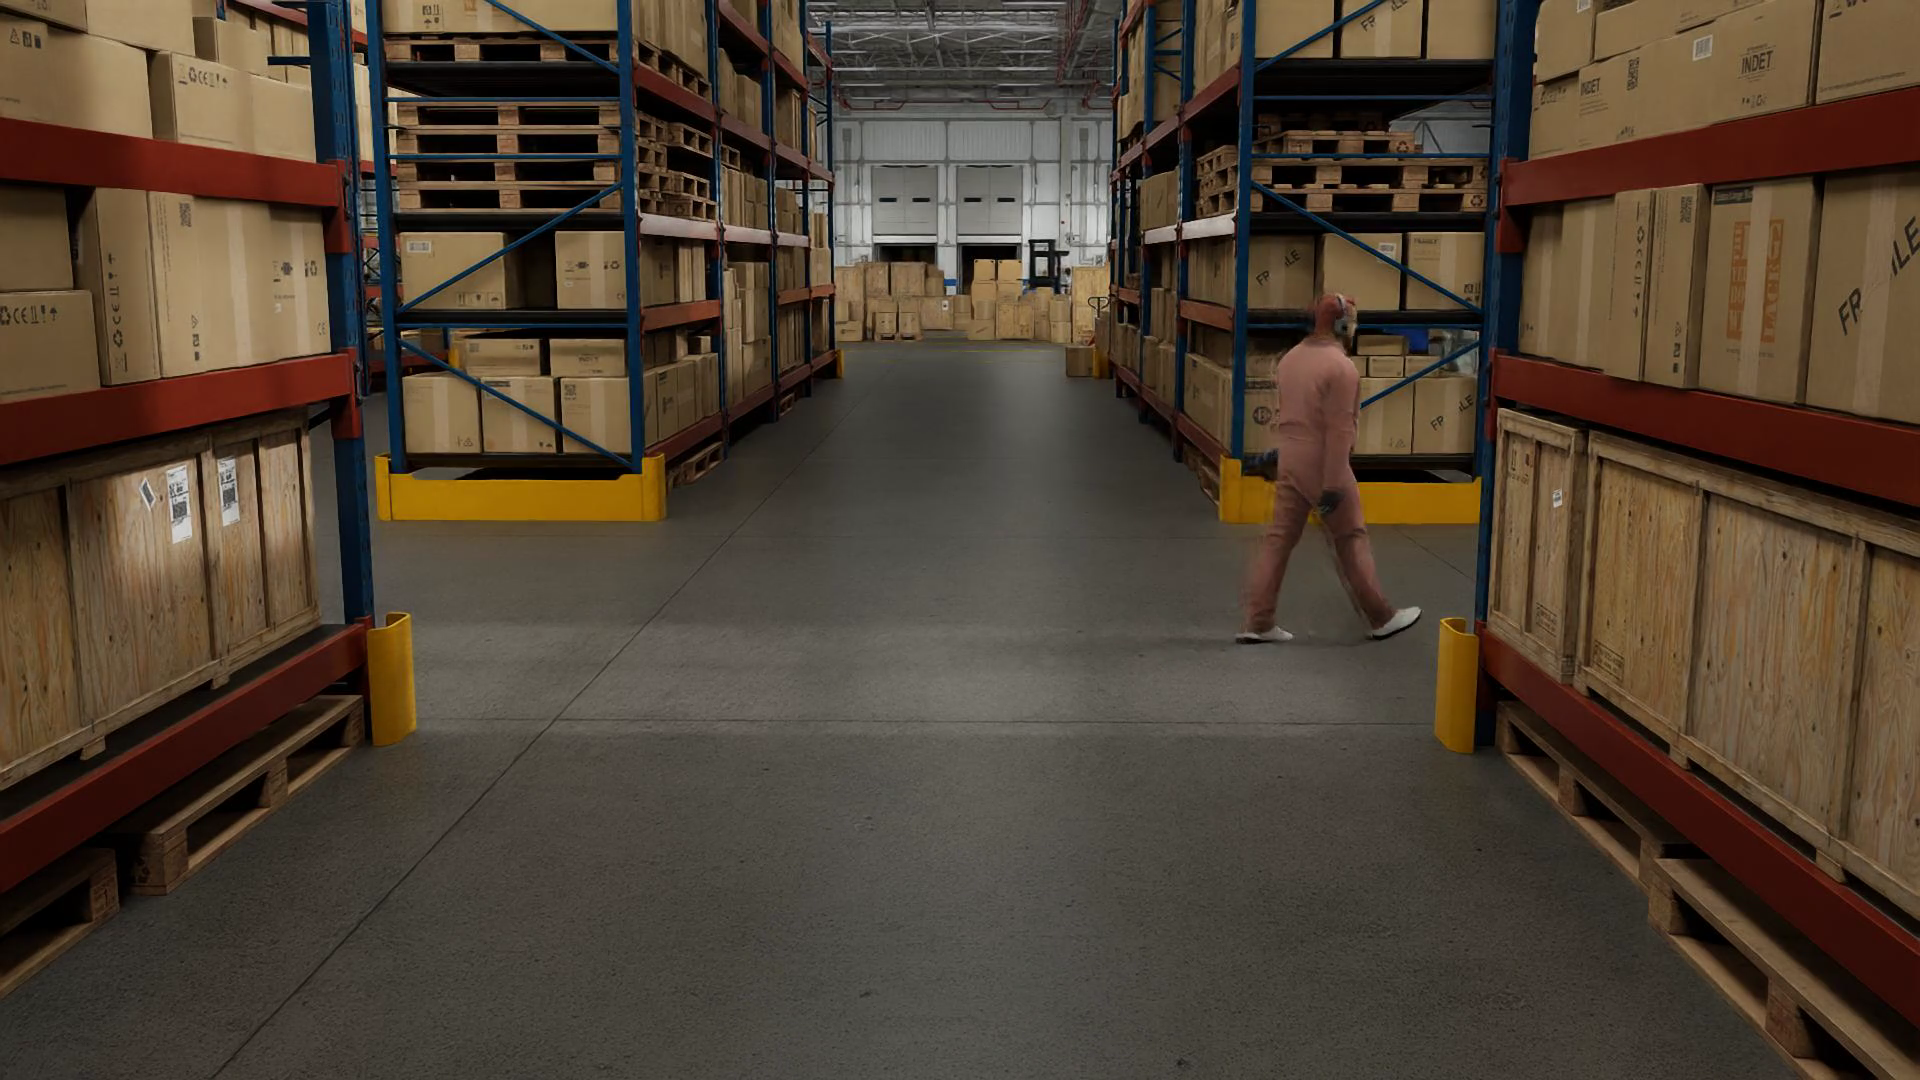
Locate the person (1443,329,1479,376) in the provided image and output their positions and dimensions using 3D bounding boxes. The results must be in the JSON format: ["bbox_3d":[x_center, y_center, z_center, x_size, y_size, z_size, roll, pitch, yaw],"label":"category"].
[{"bbox_3d":[5.356,-1.846,17.320,0.622,1.989,1.067,1,10,6],"label":"person"}]

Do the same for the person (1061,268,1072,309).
[{"bbox_3d":[4.147,-9.511,63.698,0.666,1.833,1.019,-6,11,-34],"label":"person"}]

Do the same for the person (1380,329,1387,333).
[{"bbox_3d":[4.778,-2.190,19.798,0.430,1.840,0.625,-5,11,-30],"label":"person"}]

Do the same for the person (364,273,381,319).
[{"bbox_3d":[-20.886,-8.606,58.810,0.566,1.643,0.840,5,11,28],"label":"person"}]

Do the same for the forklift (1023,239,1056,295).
[{"bbox_3d":[2.839,-9.070,57.888,1.129,2.768,1.873,6,11,33],"label":"forklift"}]

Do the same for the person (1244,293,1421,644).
[{"bbox_3d":[1.963,-0.364,8.818,0.994,1.856,0.666,-4,10,-23],"label":"person"}]

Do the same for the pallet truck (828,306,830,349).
[{"bbox_3d":[-3.100,-3.940,29.800,1.885,1.965,0.823,3,10,19],"label":"pallet truck"}]

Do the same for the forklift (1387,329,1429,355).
[{"bbox_3d":[8.276,-4.897,32.895,1.873,2.768,1.129,0,9,1],"label":"forklift"}]
